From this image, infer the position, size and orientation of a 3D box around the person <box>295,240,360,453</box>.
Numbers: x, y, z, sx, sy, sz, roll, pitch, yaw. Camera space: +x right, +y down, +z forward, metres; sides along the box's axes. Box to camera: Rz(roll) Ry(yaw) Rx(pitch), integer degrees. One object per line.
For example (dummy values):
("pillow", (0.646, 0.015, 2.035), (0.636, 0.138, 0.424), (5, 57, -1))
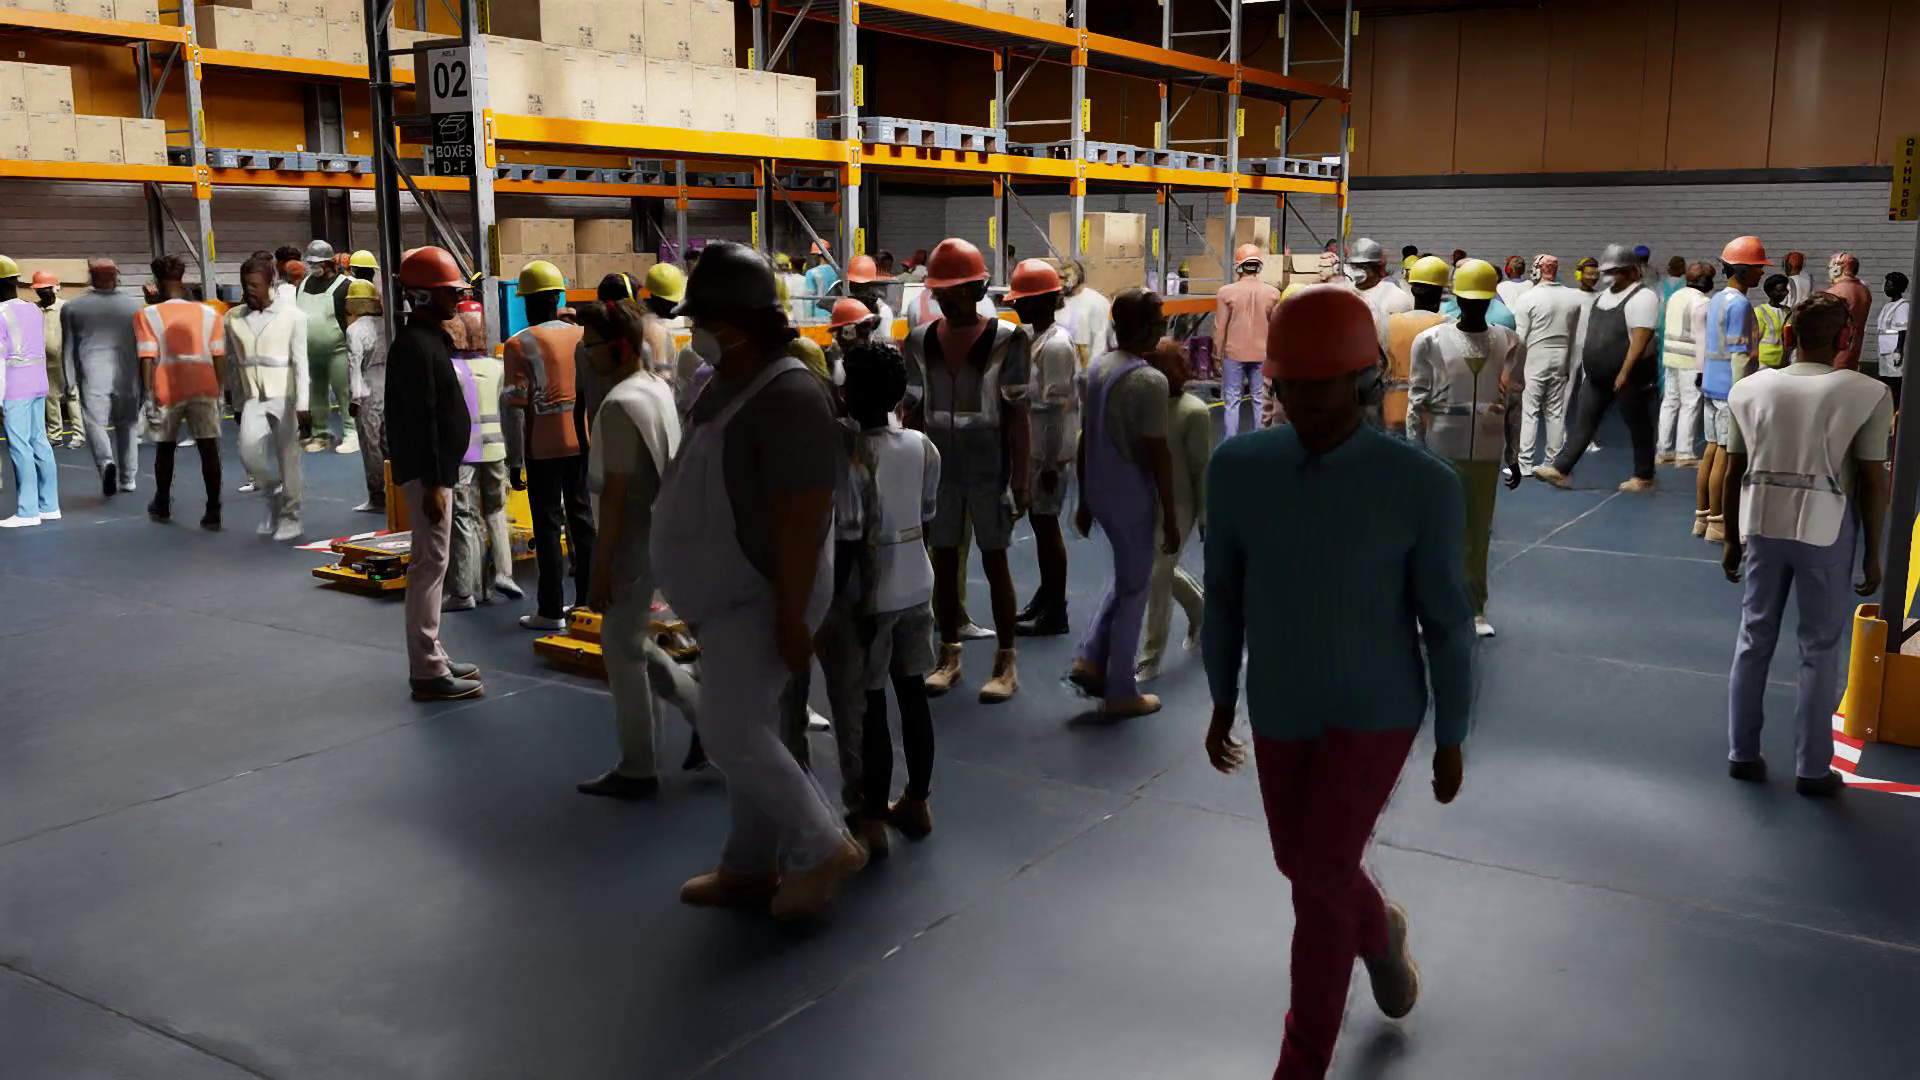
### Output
("person", (-6.048, -1.841, 15.829), (0.680, 2.000, 0.535), (3, 11, 17))

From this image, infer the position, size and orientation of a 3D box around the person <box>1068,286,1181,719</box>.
("person", (0.726, -0.143, 6.993), (0.408, 1.829, 0.536), (-6, 12, -28))

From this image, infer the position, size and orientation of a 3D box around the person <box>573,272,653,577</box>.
("person", (-1.679, -0.384, 8.249), (0.530, 1.864, 0.313), (6, 12, 30))

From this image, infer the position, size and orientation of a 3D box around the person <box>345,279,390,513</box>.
("person", (-4.404, -1.071, 12.419), (0.334, 1.736, 0.493), (3, 11, 17))

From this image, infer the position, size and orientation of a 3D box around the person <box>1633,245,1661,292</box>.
("person", (10.525, -3.573, 25.721), (0.604, 1.941, 0.414), (-5, 11, -25))

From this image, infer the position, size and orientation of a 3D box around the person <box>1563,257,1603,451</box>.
("person", (6.003, -1.788, 16.051), (0.553, 1.869, 0.371), (-1, 10, -4))

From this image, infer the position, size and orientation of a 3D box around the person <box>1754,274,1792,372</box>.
("person", (7.817, -1.710, 16.058), (0.541, 1.695, 0.316), (-5, 11, -24))

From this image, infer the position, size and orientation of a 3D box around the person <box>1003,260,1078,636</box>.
("person", (0.405, -0.463, 8.526), (0.389, 1.925, 0.550), (-1, 10, -7))

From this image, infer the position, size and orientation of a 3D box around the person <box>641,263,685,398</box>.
("person", (-1.952, -0.800, 10.487), (0.442, 1.886, 0.641), (-4, 11, -22))

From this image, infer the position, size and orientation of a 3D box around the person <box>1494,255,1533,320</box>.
("person", (6.310, -2.309, 18.959), (0.563, 1.848, 0.390), (-3, 11, -16))

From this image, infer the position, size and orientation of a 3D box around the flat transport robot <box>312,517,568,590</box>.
("flat transport robot", (-3.141, 0.066, 10.172), (0.652, 0.197, 1.431), (7, 12, 34))

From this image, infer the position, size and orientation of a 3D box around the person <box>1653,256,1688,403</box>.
("person", (8.990, -2.642, 20.904), (0.527, 1.808, 0.879), (8, 13, 37))

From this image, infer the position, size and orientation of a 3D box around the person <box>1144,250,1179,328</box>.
("person", (2.927, -3.363, 24.642), (0.624, 1.902, 0.572), (2, 10, 11))

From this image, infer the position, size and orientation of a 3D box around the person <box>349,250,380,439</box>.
("person", (-6.005, -1.951, 16.789), (0.390, 1.920, 0.587), (-8, 13, -39))

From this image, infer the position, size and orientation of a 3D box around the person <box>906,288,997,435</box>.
("person", (-0.058, -1.232, 12.458), (0.693, 2.000, 0.809), (1, 10, 7))

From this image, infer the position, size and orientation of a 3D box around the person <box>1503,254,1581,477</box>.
("person", (4.978, -1.490, 14.285), (0.644, 1.900, 0.399), (-4, 11, -20))

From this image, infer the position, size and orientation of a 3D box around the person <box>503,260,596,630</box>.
("person", (-2.132, -0.489, 8.696), (0.399, 1.919, 0.582), (9, 14, 40))

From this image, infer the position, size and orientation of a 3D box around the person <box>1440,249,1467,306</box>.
("person", (8.034, -3.798, 27.146), (0.439, 1.868, 0.699), (-3, 11, -15))

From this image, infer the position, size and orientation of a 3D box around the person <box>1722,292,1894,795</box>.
("person", (3.073, 0.017, 6.111), (0.396, 1.836, 0.562), (-10, 14, -43))

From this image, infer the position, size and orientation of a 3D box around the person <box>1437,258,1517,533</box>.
("person", (3.469, -0.975, 11.442), (0.399, 1.899, 0.650), (-8, 13, -37))

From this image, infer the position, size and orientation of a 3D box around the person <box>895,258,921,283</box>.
("person", (-0.978, -4.003, 28.756), (0.675, 1.697, 0.810), (1, 10, 6))

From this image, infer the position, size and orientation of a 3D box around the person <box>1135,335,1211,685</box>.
("person", (1.012, -0.165, 7.779), (0.767, 1.597, 0.513), (-9, 14, -42))

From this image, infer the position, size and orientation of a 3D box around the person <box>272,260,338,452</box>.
("person", (-6.384, -1.790, 16.110), (0.632, 1.840, 0.926), (3, 11, 14))

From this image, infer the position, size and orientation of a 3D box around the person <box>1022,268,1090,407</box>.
("person", (0.731, -1.155, 12.674), (0.534, 1.802, 0.879), (0, 10, -2))

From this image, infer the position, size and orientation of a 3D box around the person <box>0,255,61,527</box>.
("person", (-6.693, -1.050, 11.793), (0.396, 1.920, 0.586), (0, 10, 1))

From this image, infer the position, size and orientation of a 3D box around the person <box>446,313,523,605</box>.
("person", (-2.674, -0.440, 9.229), (0.395, 1.623, 0.532), (9, 13, 40))

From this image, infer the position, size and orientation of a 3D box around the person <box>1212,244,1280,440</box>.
("person", (2.561, -1.650, 14.931), (0.615, 1.987, 0.407), (-2, 10, -9))

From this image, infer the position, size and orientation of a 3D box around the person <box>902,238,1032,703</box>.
("person", (0.016, -0.298, 7.320), (0.617, 2.029, 0.409), (4, 11, 23))

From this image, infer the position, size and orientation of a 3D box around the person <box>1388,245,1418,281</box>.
("person", (6.283, -3.170, 23.446), (0.606, 1.957, 0.394), (7, 12, 33))

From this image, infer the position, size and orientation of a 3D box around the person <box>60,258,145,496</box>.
("person", (-6.713, -1.277, 13.128), (0.645, 1.887, 0.765), (-6, 12, -31))

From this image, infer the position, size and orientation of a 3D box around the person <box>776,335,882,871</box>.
("person", (-0.495, 0.204, 5.367), (0.490, 1.730, 0.324), (3, 11, 14))
